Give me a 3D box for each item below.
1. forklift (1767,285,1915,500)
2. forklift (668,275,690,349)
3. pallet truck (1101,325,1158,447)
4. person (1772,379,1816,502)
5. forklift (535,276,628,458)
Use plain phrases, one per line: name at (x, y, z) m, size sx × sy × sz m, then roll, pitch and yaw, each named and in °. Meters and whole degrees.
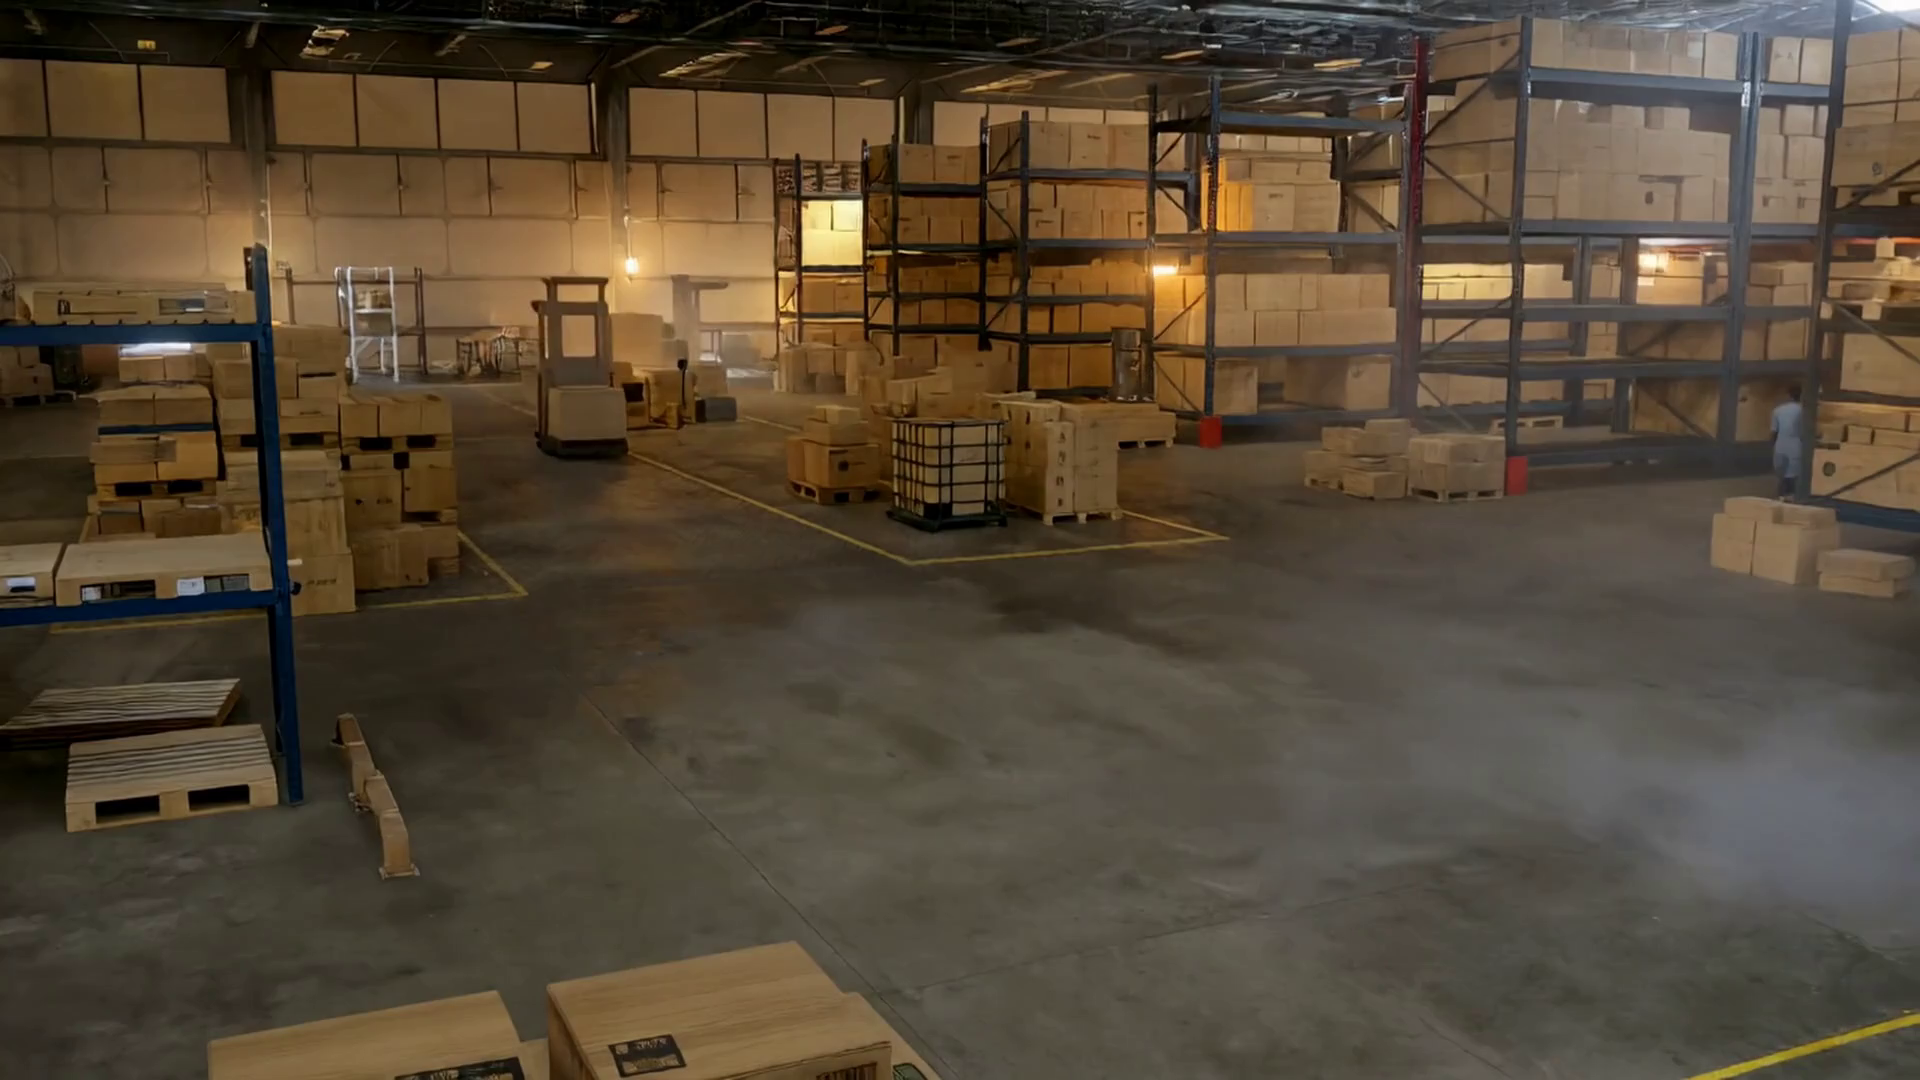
forklift at (11.151, -1.852, 20.576) m, size 1.873 × 2.768 × 1.129 m, roll -4°, pitch 10°, yaw -25°
forklift at (-6.954, -5.232, 41.549) m, size 1.873 × 2.768 × 1.129 m, roll 0°, pitch 9°, yaw 1°
pallet truck at (2.881, -2.596, 27.923) m, size 0.823 × 1.965 × 1.885 m, roll -1°, pitch 9°, yaw -7°
person at (9.469, -1.000, 18.971) m, size 0.560 × 1.680 × 0.546 m, roll -5°, pitch 10°, yaw -26°
forklift at (-6.018, -2.772, 26.287) m, size 1.129 × 2.768 × 1.873 m, roll -4°, pitch 10°, yaw -25°
